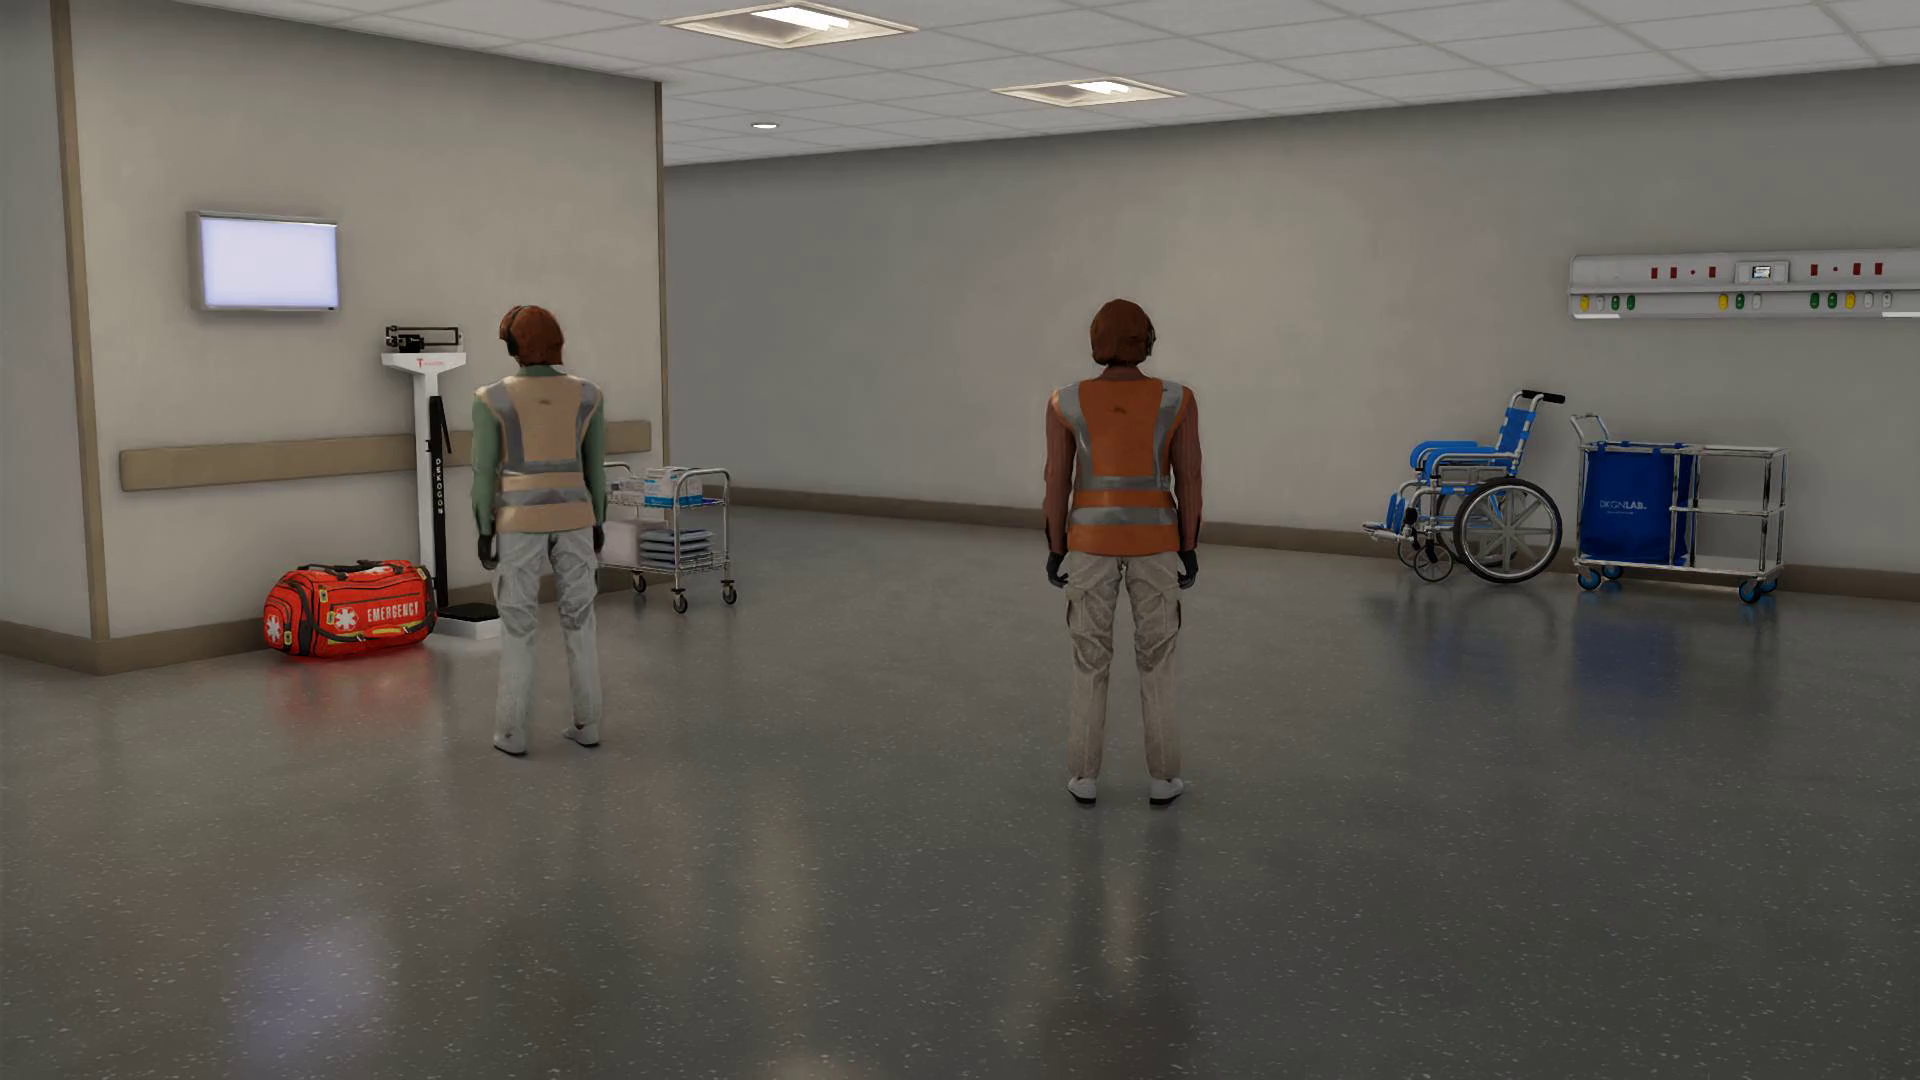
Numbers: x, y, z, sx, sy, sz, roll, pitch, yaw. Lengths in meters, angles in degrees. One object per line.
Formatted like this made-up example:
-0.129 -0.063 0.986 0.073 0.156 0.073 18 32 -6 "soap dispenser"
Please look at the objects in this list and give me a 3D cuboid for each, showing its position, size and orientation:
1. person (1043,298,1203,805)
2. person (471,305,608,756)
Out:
0.524 0.046 5.385 0.514 1.640 0.310 1 7 7 "person"
-1.523 -0.033 6.064 0.516 1.630 0.332 -4 8 -32 "person"
